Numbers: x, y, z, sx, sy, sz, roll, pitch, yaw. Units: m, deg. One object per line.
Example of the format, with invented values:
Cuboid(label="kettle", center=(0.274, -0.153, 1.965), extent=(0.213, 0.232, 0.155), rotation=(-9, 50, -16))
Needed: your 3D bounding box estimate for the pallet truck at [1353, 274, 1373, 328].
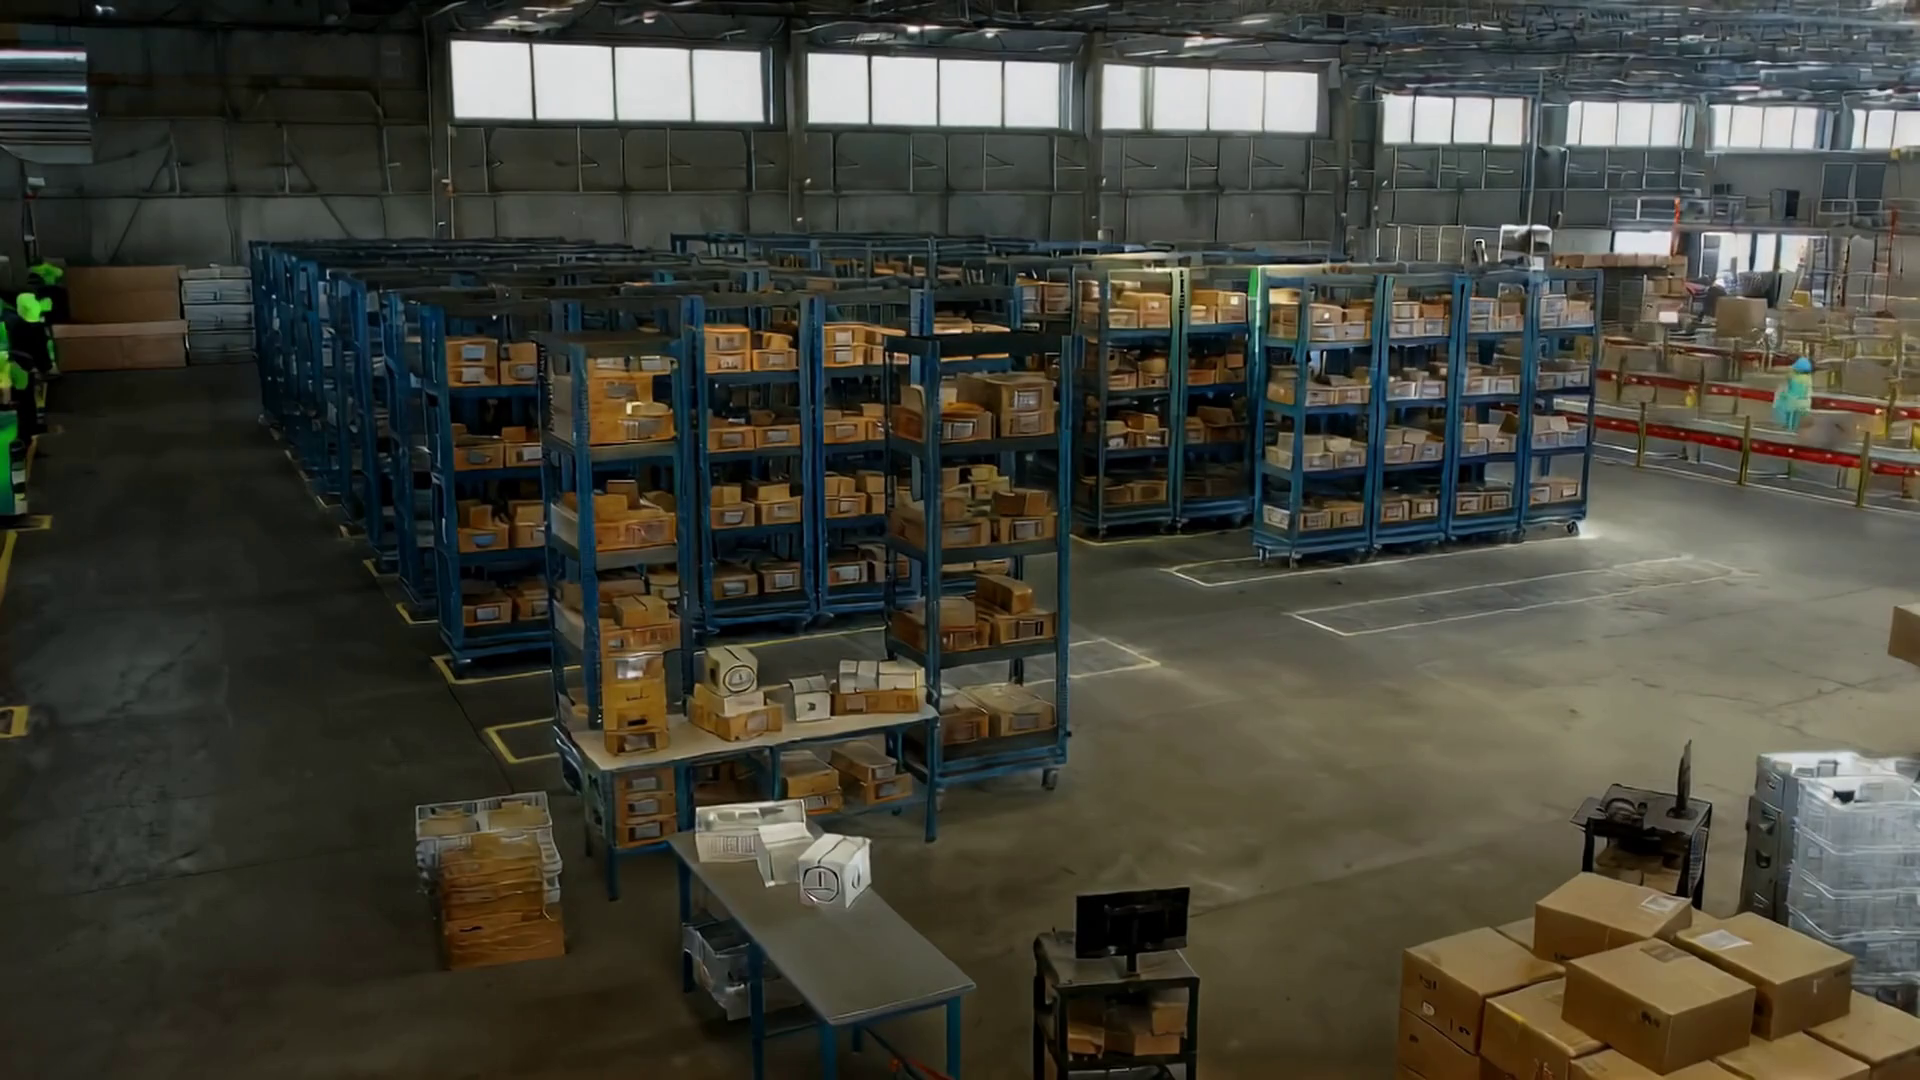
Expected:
Cuboid(label="pallet truck", center=(13.011, -8.050, 55.243), extent=(0.823, 1.965, 1.885), rotation=(-7, 14, -28))

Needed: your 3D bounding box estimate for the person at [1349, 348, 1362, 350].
Cuboid(label="person", center=(7.526, -3.070, 32.164), extent=(0.405, 1.904, 0.665), rotation=(10, 16, 40))

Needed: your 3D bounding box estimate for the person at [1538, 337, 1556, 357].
Cuboid(label="person", center=(14.236, -4.704, 40.451), extent=(0.507, 1.631, 0.266), rotation=(2, 12, 10))

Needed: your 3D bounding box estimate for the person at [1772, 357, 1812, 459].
Cuboid(label="person", center=(14.373, -2.286, 28.783), extent=(0.623, 1.788, 0.520), rotation=(0, 12, -2))
